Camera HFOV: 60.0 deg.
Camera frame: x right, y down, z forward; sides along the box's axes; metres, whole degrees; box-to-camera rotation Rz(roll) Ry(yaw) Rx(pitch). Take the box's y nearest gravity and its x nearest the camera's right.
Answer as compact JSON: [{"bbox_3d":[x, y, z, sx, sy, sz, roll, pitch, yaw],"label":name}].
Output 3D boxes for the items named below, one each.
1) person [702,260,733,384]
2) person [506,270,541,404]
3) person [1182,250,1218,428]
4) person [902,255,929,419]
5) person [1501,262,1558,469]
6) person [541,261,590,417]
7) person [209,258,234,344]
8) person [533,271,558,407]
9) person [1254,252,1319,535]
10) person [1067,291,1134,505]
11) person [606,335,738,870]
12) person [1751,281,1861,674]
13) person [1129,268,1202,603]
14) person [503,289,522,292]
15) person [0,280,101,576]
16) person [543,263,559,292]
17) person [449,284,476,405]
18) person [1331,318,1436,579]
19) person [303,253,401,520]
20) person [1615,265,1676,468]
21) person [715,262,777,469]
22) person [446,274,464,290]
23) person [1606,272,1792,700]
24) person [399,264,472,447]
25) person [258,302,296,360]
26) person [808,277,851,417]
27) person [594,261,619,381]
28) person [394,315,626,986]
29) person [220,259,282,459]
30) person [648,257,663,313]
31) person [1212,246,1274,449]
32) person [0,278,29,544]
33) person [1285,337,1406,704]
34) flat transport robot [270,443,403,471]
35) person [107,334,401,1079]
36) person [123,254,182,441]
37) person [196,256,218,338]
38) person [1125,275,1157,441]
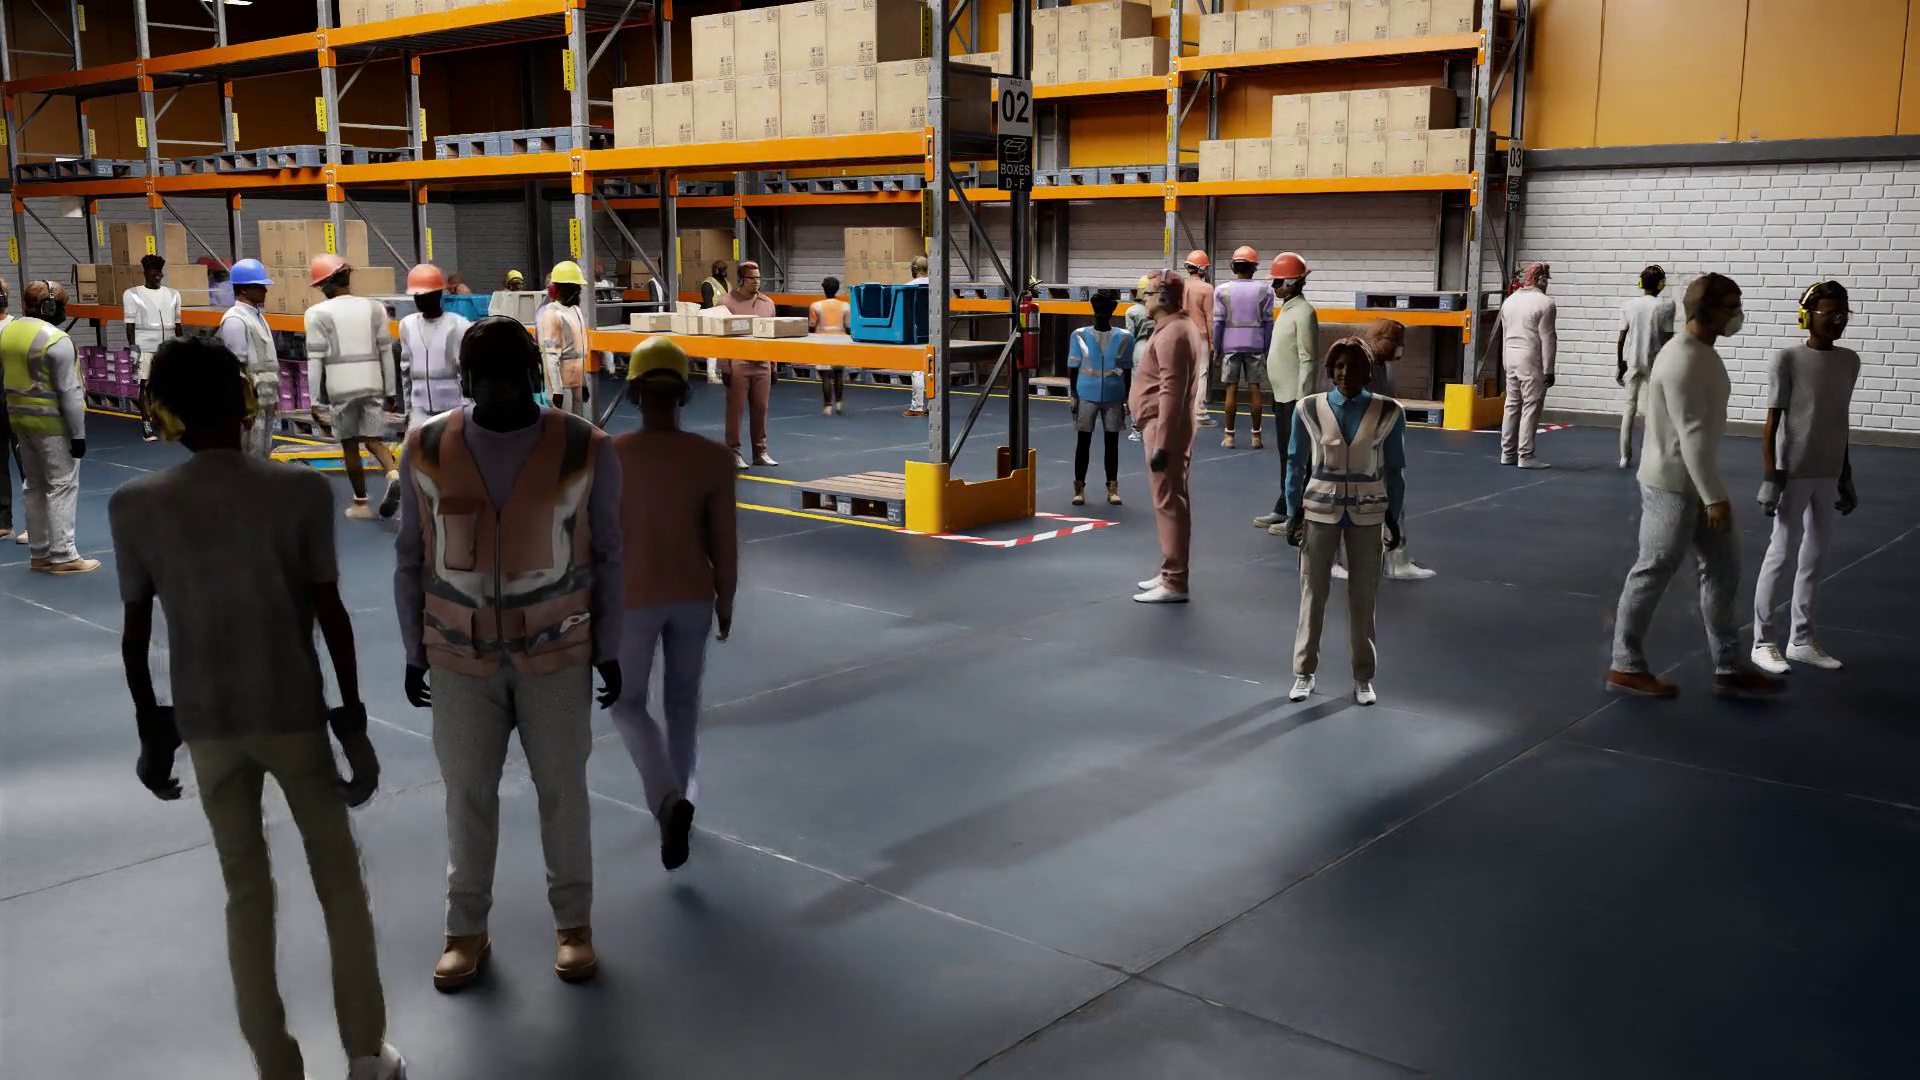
[{"bbox_3d":[-3.594,-3.265,24.984,0.432,1.841,0.638,5,11,28],"label":"person"},{"bbox_3d":[-5.269,-2.335,19.883,0.522,1.760,0.330,-8,12,-37],"label":"person"},{"bbox_3d":[2.659,-2.266,18.810,0.378,1.996,0.611,-10,14,-43],"label":"person"},{"bbox_3d":[-0.466,-2.413,19.811,0.631,1.940,0.372,-9,14,-43],"label":"person"},{"bbox_3d":[5.258,-1.601,15.321,0.400,1.896,0.648,-4,11,-21],"label":"person"},{"bbox_3d":[-3.165,-1.288,13.474,0.383,1.920,0.585,1,10,8],"label":"person"},{"bbox_3d":[-9.817,-2.811,22.243,1.012,1.881,0.545,8,13,39],"label":"person"},{"bbox_3d":[-3.297,-1.271,13.575,0.372,1.843,0.570,1,10,5],"label":"person"},{"bbox_3d":[2.335,-1.029,11.785,0.392,1.990,0.612,-1,10,-4],"label":"person"},{"bbox_3d":[1.107,-1.115,13.121,0.529,1.692,0.321,0,10,-2],"label":"person"},{"bbox_3d":[-0.973,0.202,5.480,0.531,1.747,0.675,-5,11,-26],"label":"person"},{"bbox_3d":[4.067,-0.296,7.952,0.531,1.870,0.316,-3,10,-16],"label":"person"},{"bbox_3d":[1.166,-0.593,9.541,0.403,1.906,0.651,2,10,12],"label":"person"},{"bbox_3d":[-7.743,-3.820,28.805,0.853,1.595,0.494,8,12,37],"label":"person"},{"bbox_3d":[-5.635,-0.687,10.308,0.637,1.830,0.429,5,11,28],"label":"person"},{"bbox_3d":[-5.023,-2.579,21.045,0.590,1.837,0.404,-7,12,-36],"label":"person"},{"bbox_3d":[-5.536,-2.041,18.602,0.371,1.625,0.521,8,13,40],"label":"person"},{"bbox_3d":[2.550,-0.526,10.031,0.768,1.601,0.507,8,13,39],"label":"person"},{"bbox_3d":[-4.393,-1.083,12.133,0.650,1.991,0.787,-8,13,-40],"label":"person"},{"bbox_3d":[6.293,-1.579,15.265,0.533,1.868,0.310,8,13,38],"label":"person"},{"bbox_3d":[-1.932,-1.599,15.311,0.635,1.899,0.402,-8,13,-38],"label":"person"},{"bbox_3d":[-7.452,-3.117,24.677,0.280,1.636,0.501,-1,10,-7],"label":"person"},{"bbox_3d":[3.325,-0.206,7.331,0.849,1.913,0.629,7,12,35],"label":"person"},{"bbox_3d":[-3.559,-0.903,11.281,0.566,1.913,0.556,2,10,9],"label":"person"},{"bbox_3d":[-11.234,-3.743,27.475,0.652,1.906,0.402,0,10,-2],"label":"person"},{"bbox_3d":[-1.583,-2.343,20.165,0.548,1.676,0.661,-3,10,-16],"label":"person"},{"bbox_3d":[-5.608,-3.389,25.666,0.595,1.842,0.990,-7,12,-35],"label":"person"},{"bbox_3d":[-1.233,0.310,4.583,0.621,1.845,0.429,-1,10,-7],"label":"person"},{"bbox_3d":[-4.948,-0.987,11.664,0.389,1.947,0.614,-2,10,-9],"label":"person"},{"bbox_3d":[-4.281,-3.155,24.094,0.398,1.920,0.588,5,11,27],"label":"person"},{"bbox_3d":[2.850,-1.932,16.789,0.608,2.040,0.394,1,10,8],"label":"person"},{"bbox_3d":[-6.550,-0.888,11.389,0.513,1.845,0.334,1,10,5],"label":"person"},{"bbox_3d":[1.706,-0.083,7.398,0.522,1.638,0.309,2,10,11],"label":"person"},{"bbox_3d":[-5.583,-0.742,15.039,1.431,0.197,0.652,-2,10,-14],"label":"flat transport robot"},{"bbox_3d":[-1.641,0.446,3.847,0.570,1.826,0.484,-2,10,-10],"label":"person"},{"bbox_3d":[-8.482,-2.028,17.565,0.368,1.958,0.602,8,13,39],"label":"person"},{"bbox_3d":[-12.635,-3.869,28.242,0.535,1.902,0.901,9,13,40],"label":"person"},{"bbox_3d":[1.968,-1.909,17.520,0.483,1.735,0.311,-1,10,-4],"label":"person"}]
